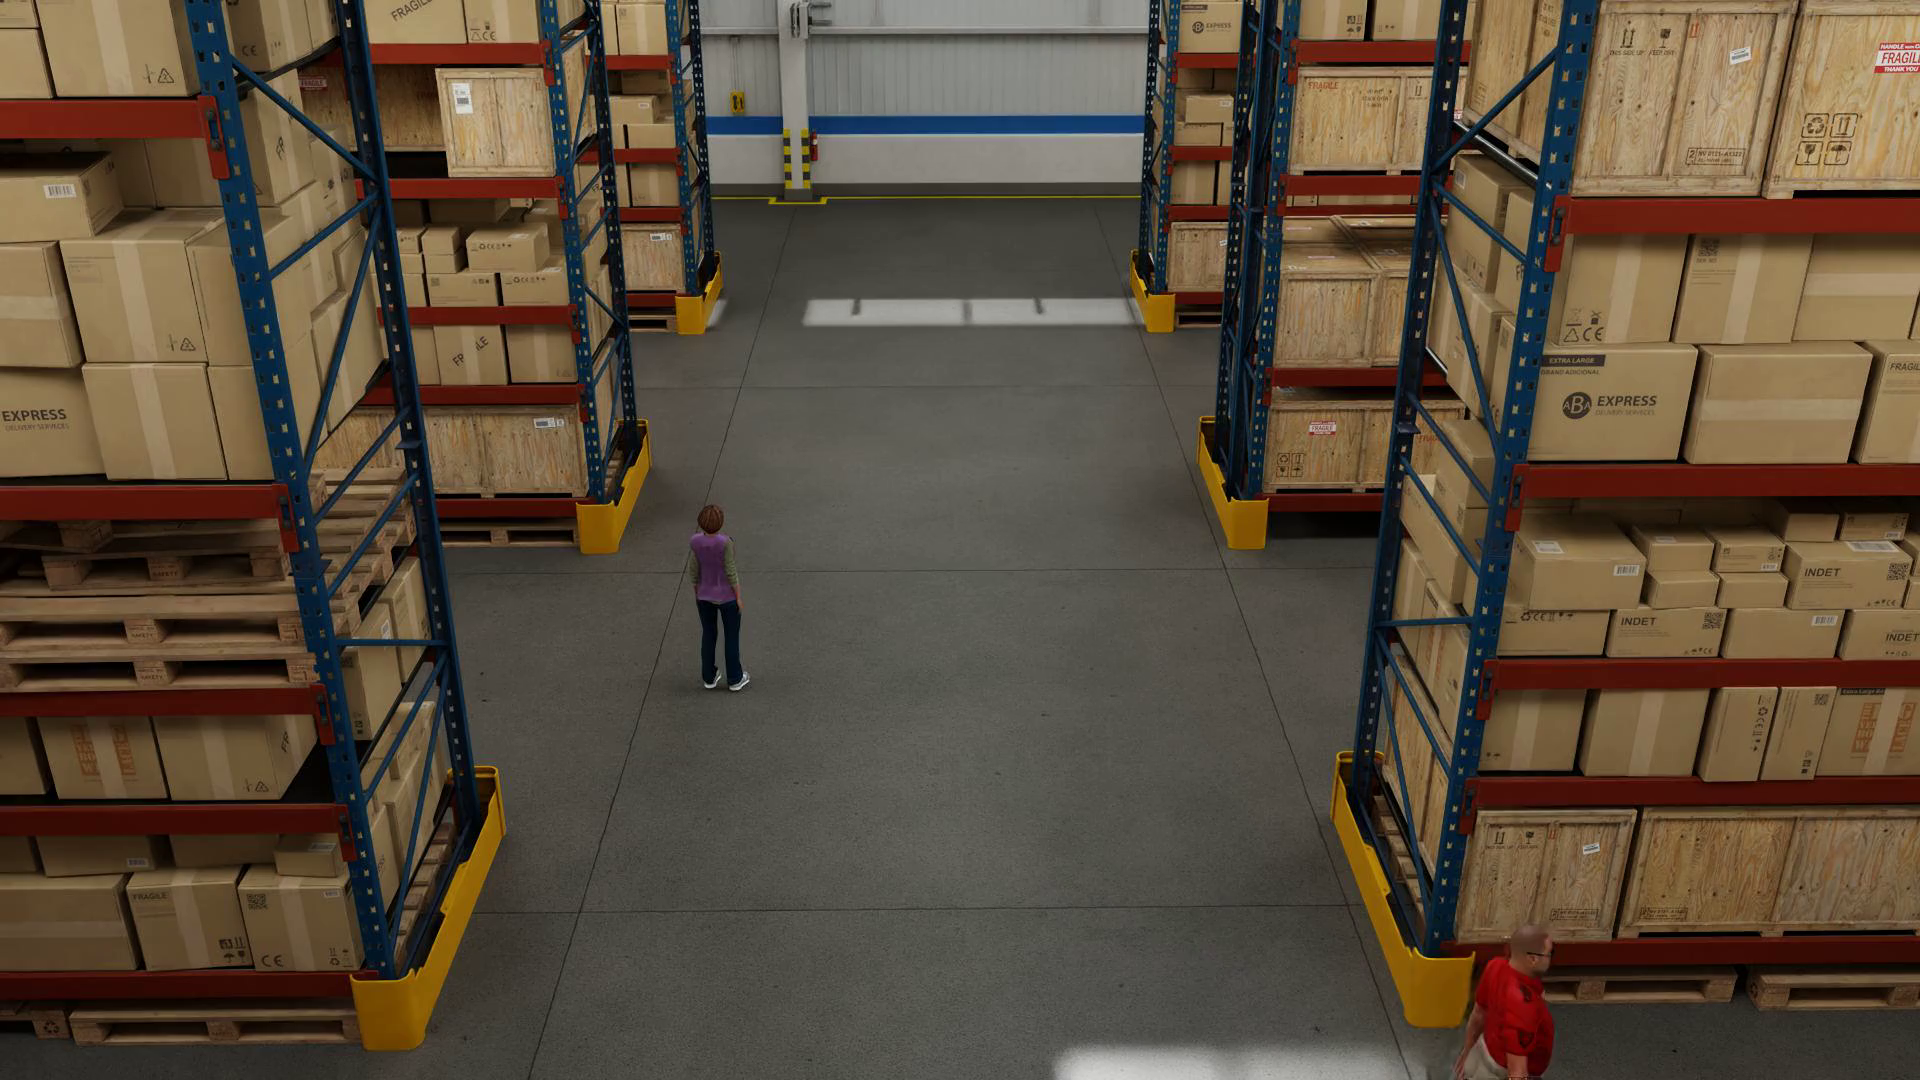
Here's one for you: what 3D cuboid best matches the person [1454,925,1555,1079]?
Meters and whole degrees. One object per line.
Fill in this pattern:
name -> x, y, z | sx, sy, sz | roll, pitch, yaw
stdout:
person -> 2.661, 2.677, 8.227 | 1.031, 1.680, 0.653 | -2, 25, -4

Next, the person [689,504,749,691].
person -> -1.904, 0.446, 13.118 | 0.407, 1.601, 0.333 | 6, 26, 13
